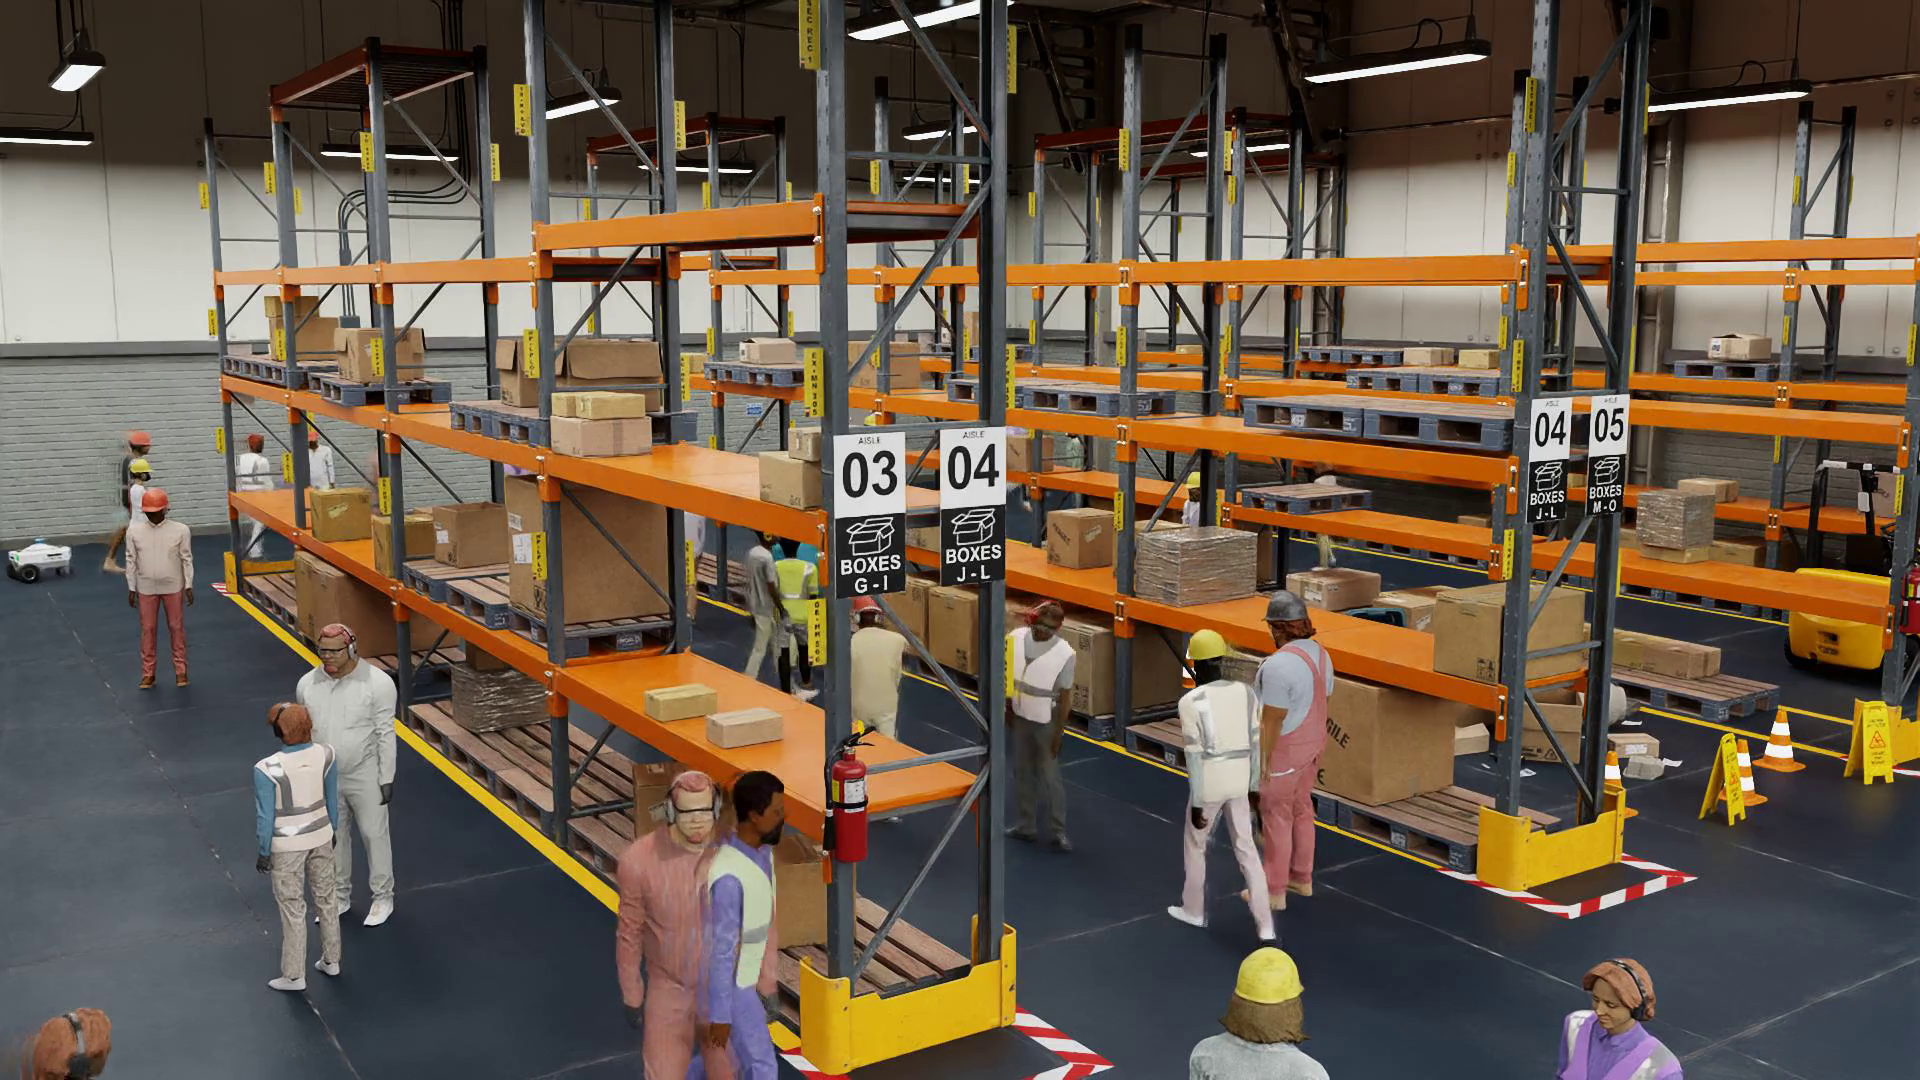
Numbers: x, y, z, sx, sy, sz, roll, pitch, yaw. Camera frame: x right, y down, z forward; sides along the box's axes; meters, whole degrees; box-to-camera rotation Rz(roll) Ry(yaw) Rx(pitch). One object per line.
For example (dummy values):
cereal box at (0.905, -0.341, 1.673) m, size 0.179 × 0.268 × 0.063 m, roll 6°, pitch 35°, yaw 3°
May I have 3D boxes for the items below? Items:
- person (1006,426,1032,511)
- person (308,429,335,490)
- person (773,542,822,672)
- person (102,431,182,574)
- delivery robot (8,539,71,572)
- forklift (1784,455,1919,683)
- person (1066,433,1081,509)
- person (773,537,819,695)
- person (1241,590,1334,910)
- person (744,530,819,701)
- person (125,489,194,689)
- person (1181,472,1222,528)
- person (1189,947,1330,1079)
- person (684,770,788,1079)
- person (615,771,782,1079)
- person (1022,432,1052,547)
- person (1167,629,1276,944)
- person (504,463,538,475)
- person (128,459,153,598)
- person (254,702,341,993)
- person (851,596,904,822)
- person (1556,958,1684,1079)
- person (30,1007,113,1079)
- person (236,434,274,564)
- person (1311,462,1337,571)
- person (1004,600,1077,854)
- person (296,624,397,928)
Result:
person at (1.011, -1.415, 29.541) m, size 0.663 × 1.821 × 0.635 m, roll 6°, pitch 10°, yaw 35°
person at (-10.296, -0.935, 26.583) m, size 0.577 × 1.737 × 0.354 m, roll -3°, pitch 9°, yaw -21°
person at (-1.647, 0.509, 16.979) m, size 0.578 × 1.733 × 0.490 m, roll -5°, pitch 10°, yaw -32°
person at (-11.399, -0.516, 23.018) m, size 1.043 × 1.989 × 0.619 m, roll -8°, pitch 12°, yaw -43°
delivery robot at (-12.415, 0.229, 22.453) m, size 0.477 × 0.478 × 0.707 m, roll 8°, pitch 12°, yaw 43°
forklift at (9.643, 0.253, 17.172) m, size 2.313 × 2.155 × 1.214 m, roll -6°, pitch 10°, yaw -33°
person at (1.964, -1.224, 28.881) m, size 0.273 × 1.630 × 0.502 m, roll -1°, pitch 9°, yaw -8°
person at (-1.612, 0.730, 15.785) m, size 0.532 × 1.647 × 0.826 m, roll -1°, pitch 9°, yaw -8°
person at (2.062, 1.310, 10.640) m, size 0.535 × 2.000 × 0.684 m, roll 7°, pitch 11°, yaw 39°
person at (-1.693, 0.689, 15.451) m, size 0.820 × 1.837 × 0.536 m, roll -3°, pitch 9°, yaw -17°
person at (-7.876, 0.476, 16.381) m, size 0.611 × 1.985 × 0.393 m, roll -3°, pitch 9°, yaw -19°
person at (2.776, 0.113, 19.360) m, size 0.403 × 1.821 × 0.596 m, roll -5°, pitch 10°, yaw -32°
person at (1.008, 2.217, 5.594) m, size 0.492 × 1.741 × 0.318 m, roll 4°, pitch 9°, yaw 26°
person at (-1.073, 1.907, 7.233) m, size 0.818 × 1.889 × 0.592 m, roll 0°, pitch 9°, yaw 3°
person at (-1.113, 1.911, 7.123) m, size 0.682 × 1.895 × 0.454 m, roll -3°, pitch 9°, yaw -19°
person at (1.135, -0.742, 25.024) m, size 0.884 × 1.819 × 0.624 m, roll -8°, pitch 12°, yaw -43°
person at (1.631, 1.494, 10.034) m, size 0.607 × 1.875 × 0.836 m, roll -4°, pitch 10°, yaw -27°
person at (-6.026, -0.486, 22.670) m, size 0.606 × 2.021 × 0.722 m, roll -3°, pitch 9°, yaw -19°
person at (-10.439, -0.149, 21.259) m, size 0.322 × 1.769 × 0.523 m, roll -4°, pitch 9°, yaw -23°
person at (-3.699, 1.708, 9.319) m, size 0.307 × 1.641 × 0.514 m, roll 5°, pitch 10°, yaw 32°
person at (-0.660, 1.225, 12.352) m, size 0.539 × 1.710 × 0.886 m, roll -3°, pitch 9°, yaw -19°
person at (2.281, 2.239, 5.816) m, size 0.313 × 1.634 × 0.514 m, roll -4°, pitch 9°, yaw -25°
person at (-2.852, 2.305, 5.375) m, size 0.538 × 1.624 × 0.390 m, roll 7°, pitch 11°, yaw 38°
person at (-10.062, -0.601, 23.924) m, size 0.610 × 1.866 × 0.582 m, roll 4°, pitch 10°, yaw 26°
person at (5.013, -0.353, 23.079) m, size 0.348 × 1.617 × 0.532 m, roll 8°, pitch 12°, yaw 43°
person at (0.536, 1.277, 11.668) m, size 0.394 × 1.805 × 0.696 m, roll -8°, pitch 12°, yaw -44°
person at (-3.781, 1.445, 10.238) m, size 0.635 × 1.900 × 0.397 m, roll 1°, pitch 9°, yaw 4°
